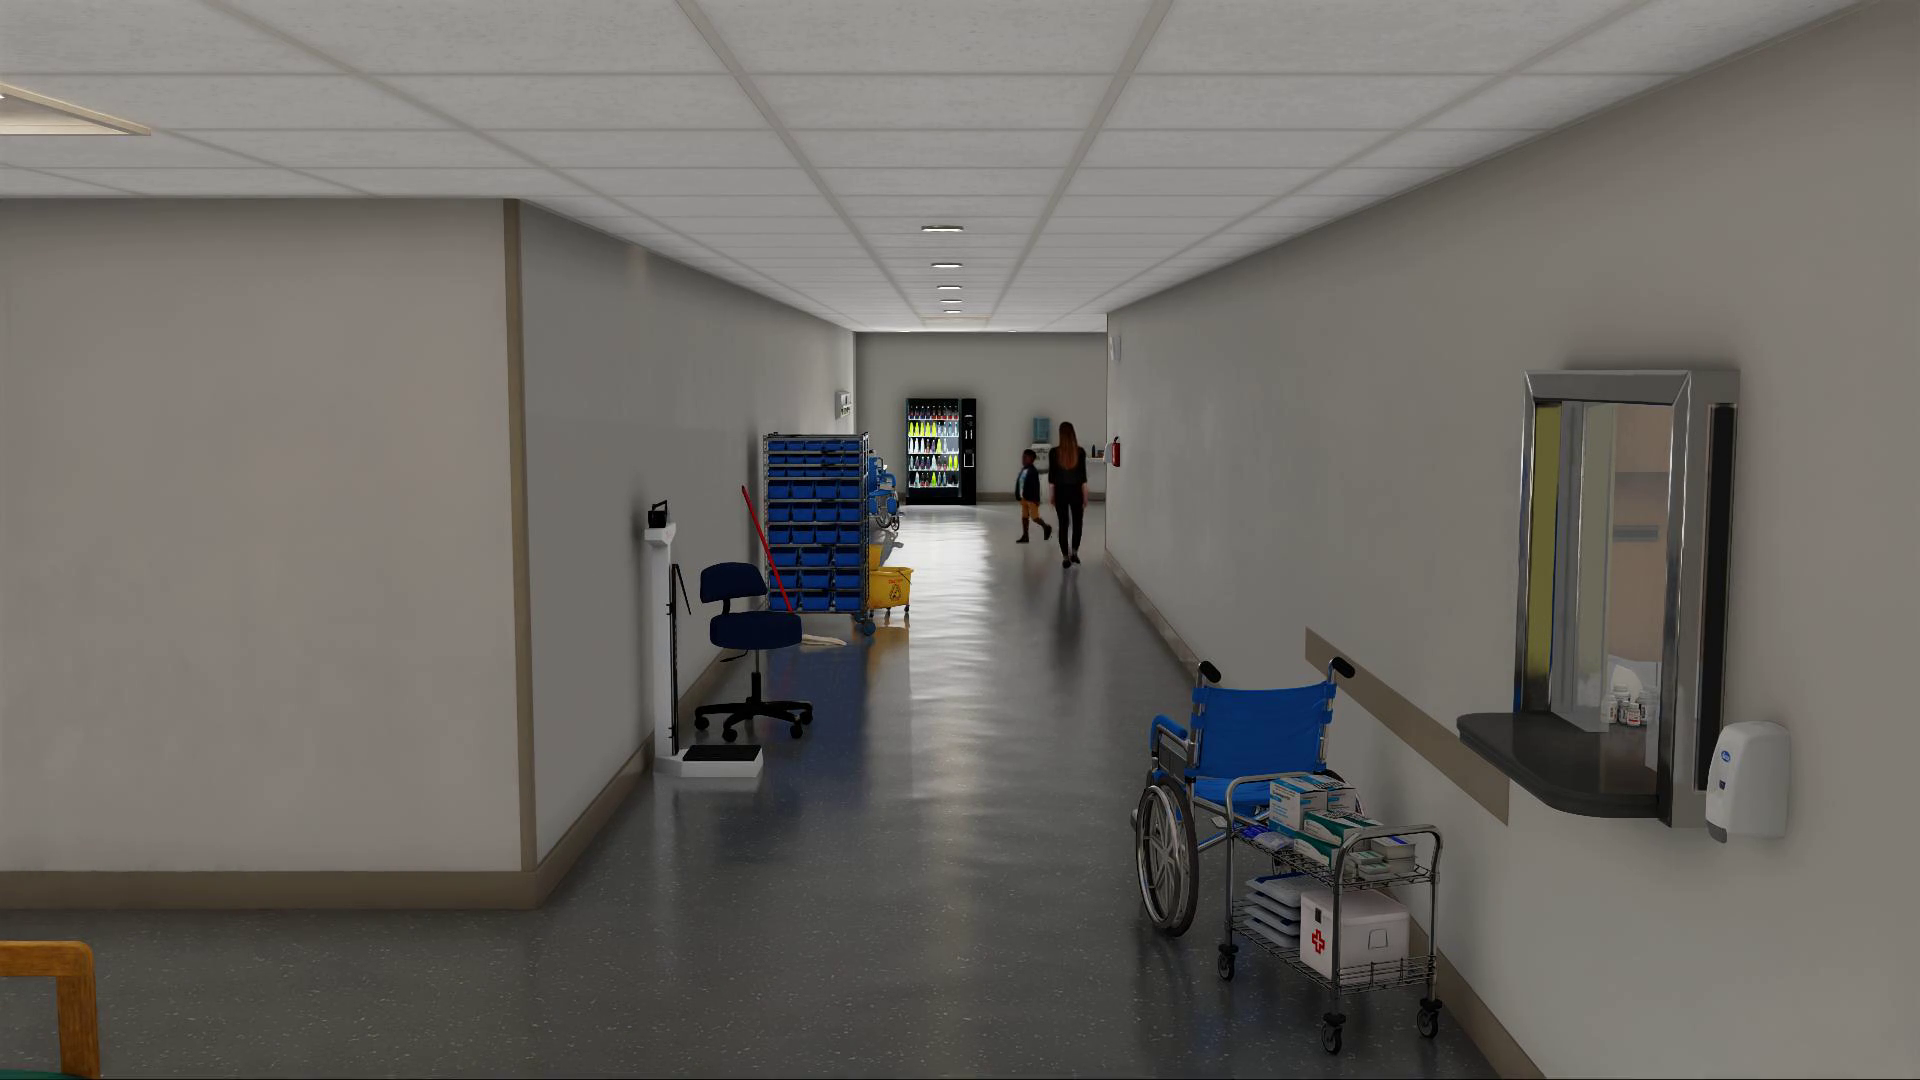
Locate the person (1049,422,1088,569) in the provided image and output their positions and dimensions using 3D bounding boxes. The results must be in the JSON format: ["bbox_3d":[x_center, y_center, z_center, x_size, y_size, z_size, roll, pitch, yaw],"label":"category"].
[{"bbox_3d":[1.251,-0.513,19.333,0.633,1.701,0.716,1,6,8],"label":"person"}]

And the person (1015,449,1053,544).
[{"bbox_3d":[0.981,-0.577,22.183,0.861,1.257,0.756,-4,7,-35],"label":"person"}]
